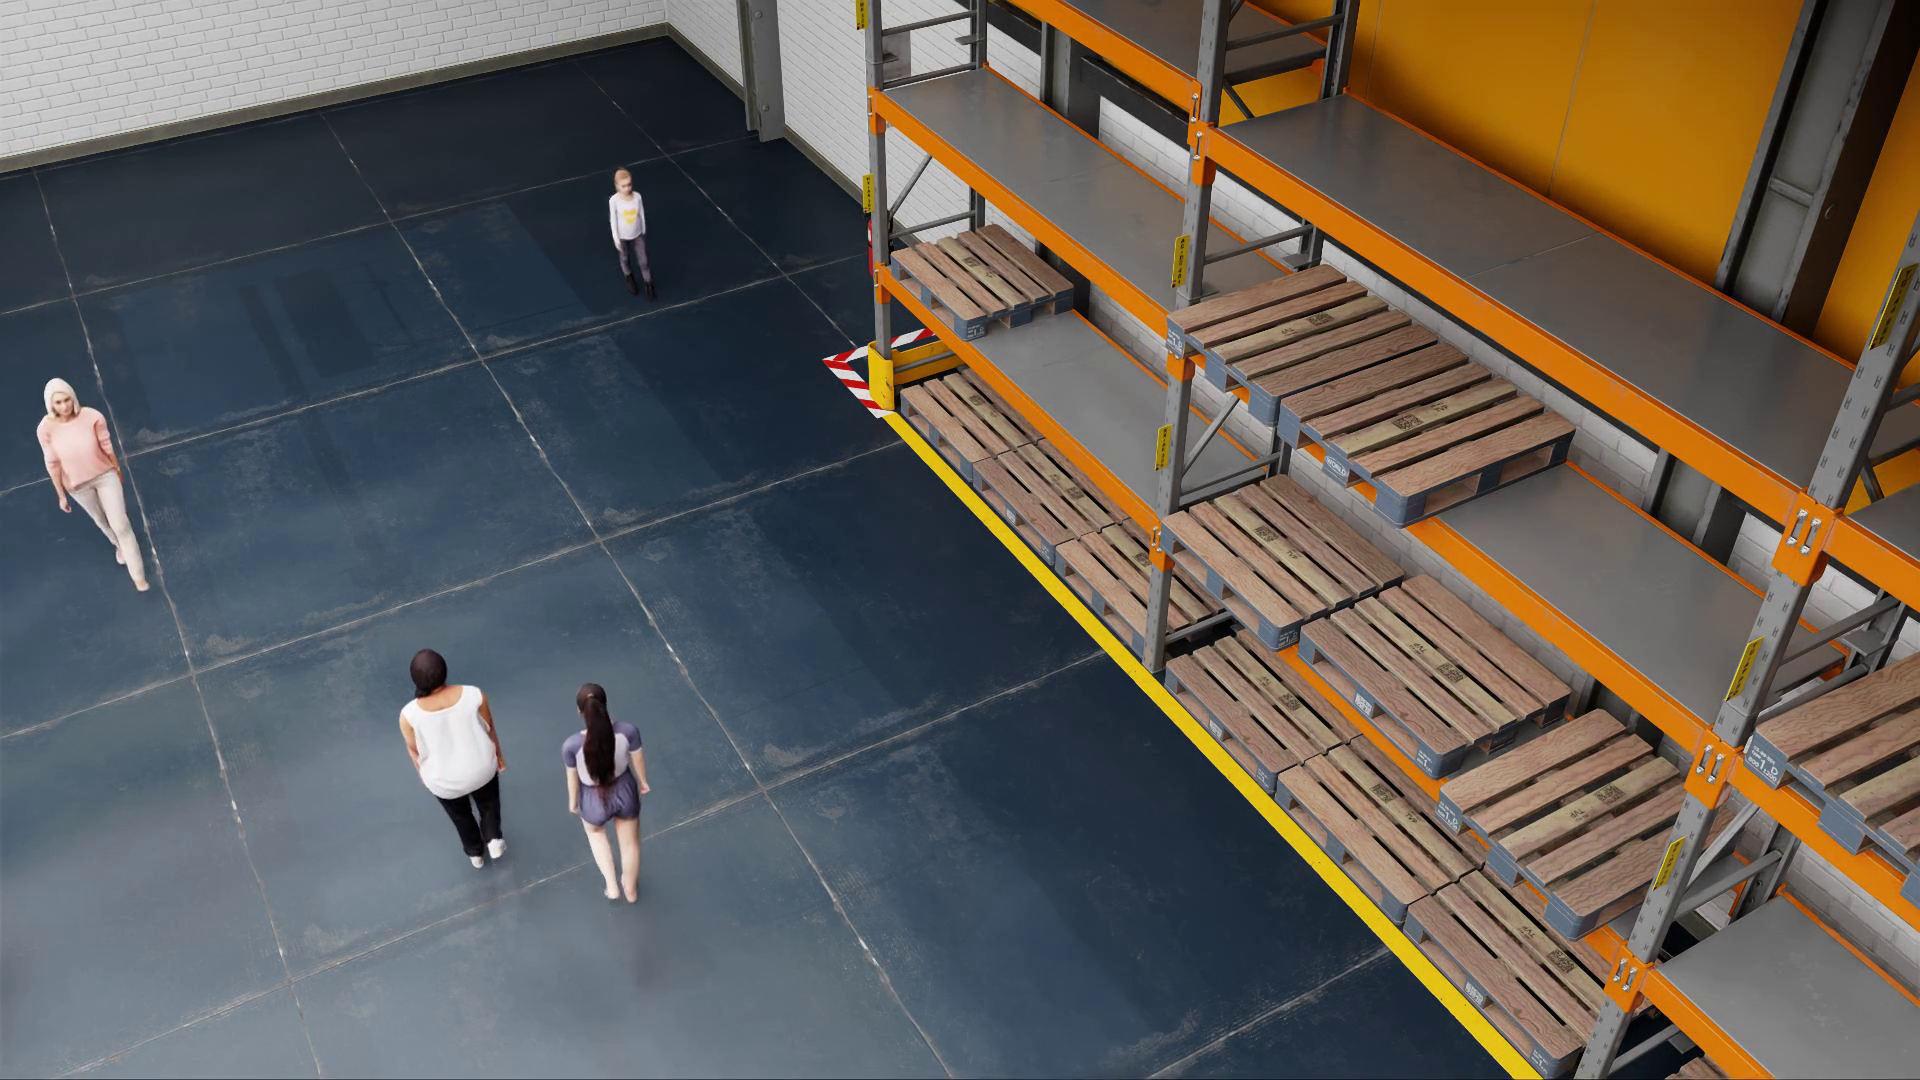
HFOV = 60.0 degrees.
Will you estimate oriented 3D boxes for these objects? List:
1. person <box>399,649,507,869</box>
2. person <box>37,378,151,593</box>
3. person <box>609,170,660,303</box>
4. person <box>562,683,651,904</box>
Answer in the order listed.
[{"bbox_3d":[-2.951,1.343,9.803,0.698,1.678,0.650,-14,41,-17],"label":"person"},{"bbox_3d":[-6.320,-0.476,12.074,0.651,1.687,1.036,-17,42,-20],"label":"person"},{"bbox_3d":[-3.082,-2.848,15.388,0.547,1.257,0.830,-15,41,-17],"label":"person"},{"bbox_3d":[-2.002,1.542,9.586,0.667,1.638,0.635,-13,40,-15],"label":"person"}]
